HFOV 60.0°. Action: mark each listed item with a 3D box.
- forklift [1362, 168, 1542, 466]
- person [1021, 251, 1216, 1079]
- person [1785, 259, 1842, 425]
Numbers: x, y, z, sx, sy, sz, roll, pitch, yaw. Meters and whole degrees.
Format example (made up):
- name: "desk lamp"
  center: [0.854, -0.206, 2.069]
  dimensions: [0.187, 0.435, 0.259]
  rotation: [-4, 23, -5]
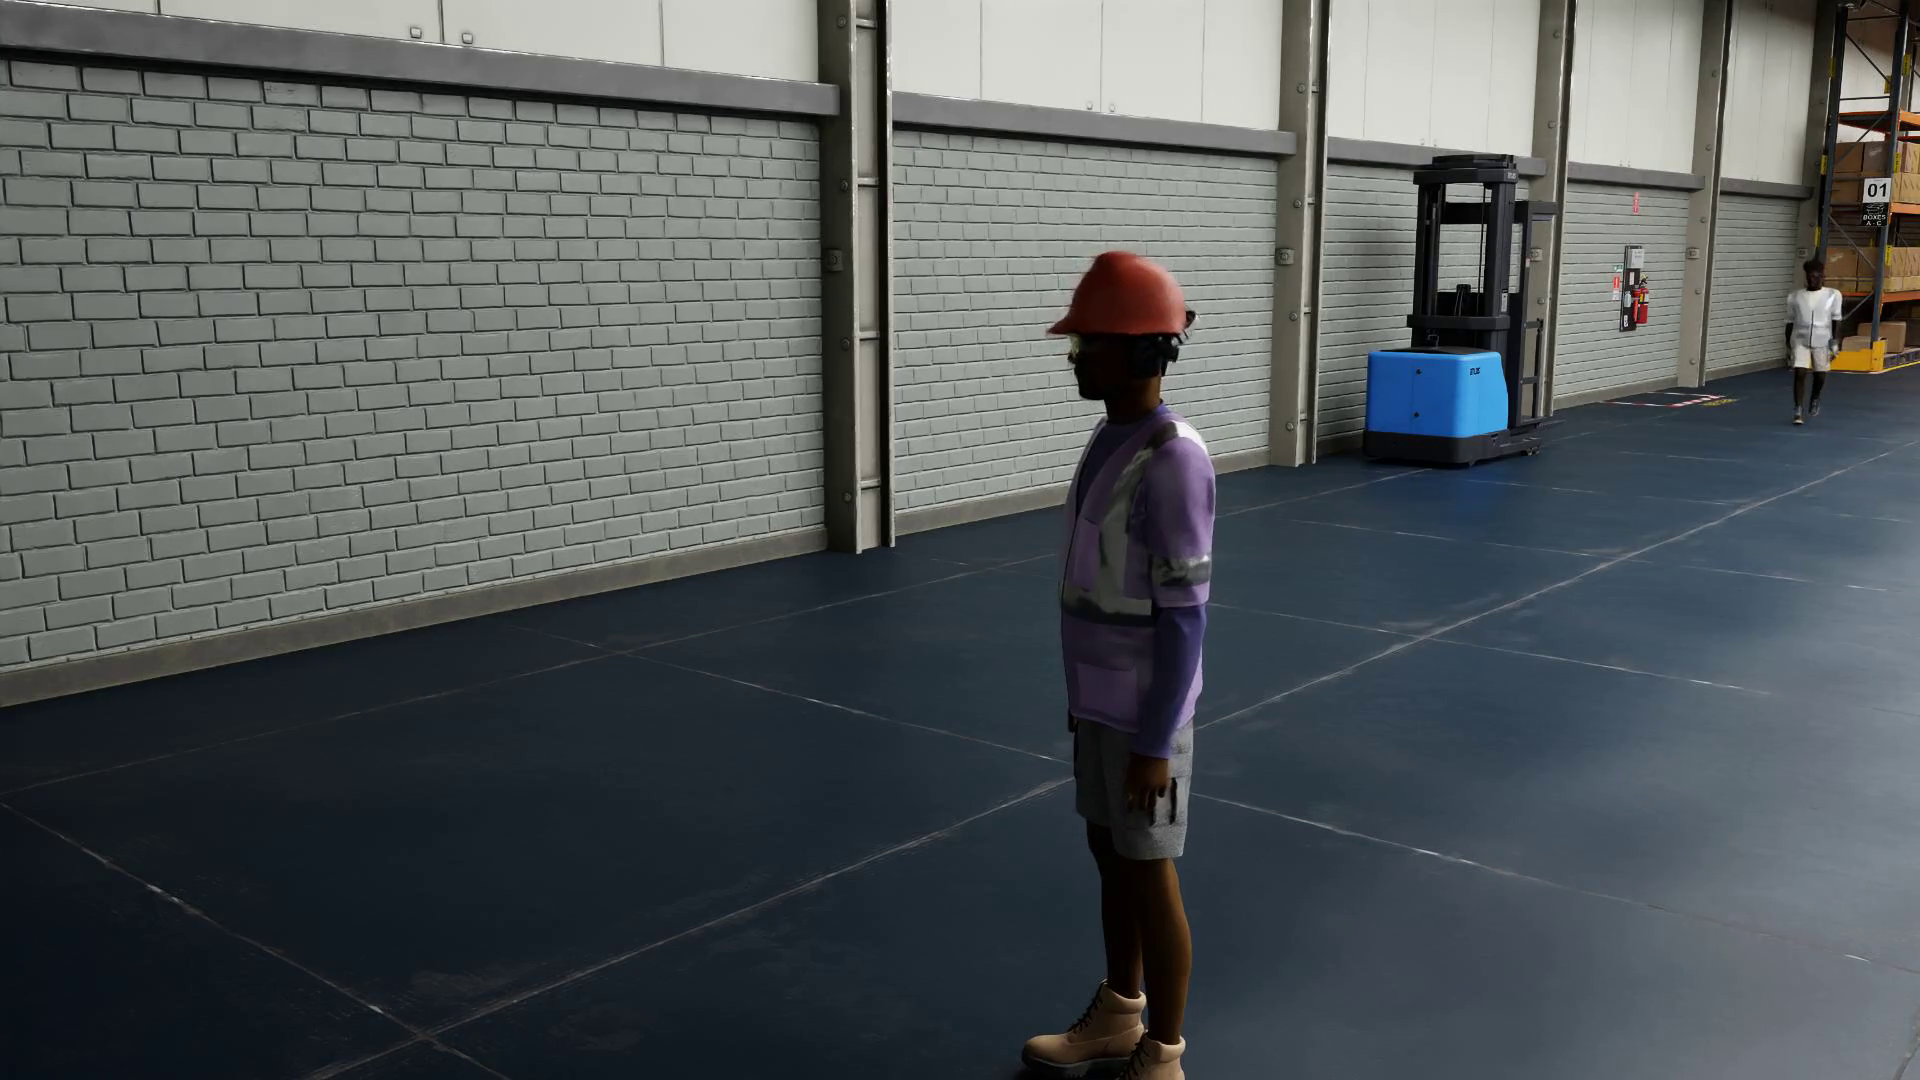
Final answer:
- name: "forklift"
  center: [4.875, -2.212, 16.287]
  dimensions: [1.129, 2.768, 1.873]
  rotation: [8, 13, 40]
- name: "person"
  center: [0.374, 0.362, 3.882]
  dimensions: [0.368, 2.047, 0.606]
  rotation: [-2, 10, -13]
- name: "person"
  center: [10.061, -2.351, 19.647]
  dimensions: [0.612, 1.936, 0.766]
  rotation: [5, 11, 27]
